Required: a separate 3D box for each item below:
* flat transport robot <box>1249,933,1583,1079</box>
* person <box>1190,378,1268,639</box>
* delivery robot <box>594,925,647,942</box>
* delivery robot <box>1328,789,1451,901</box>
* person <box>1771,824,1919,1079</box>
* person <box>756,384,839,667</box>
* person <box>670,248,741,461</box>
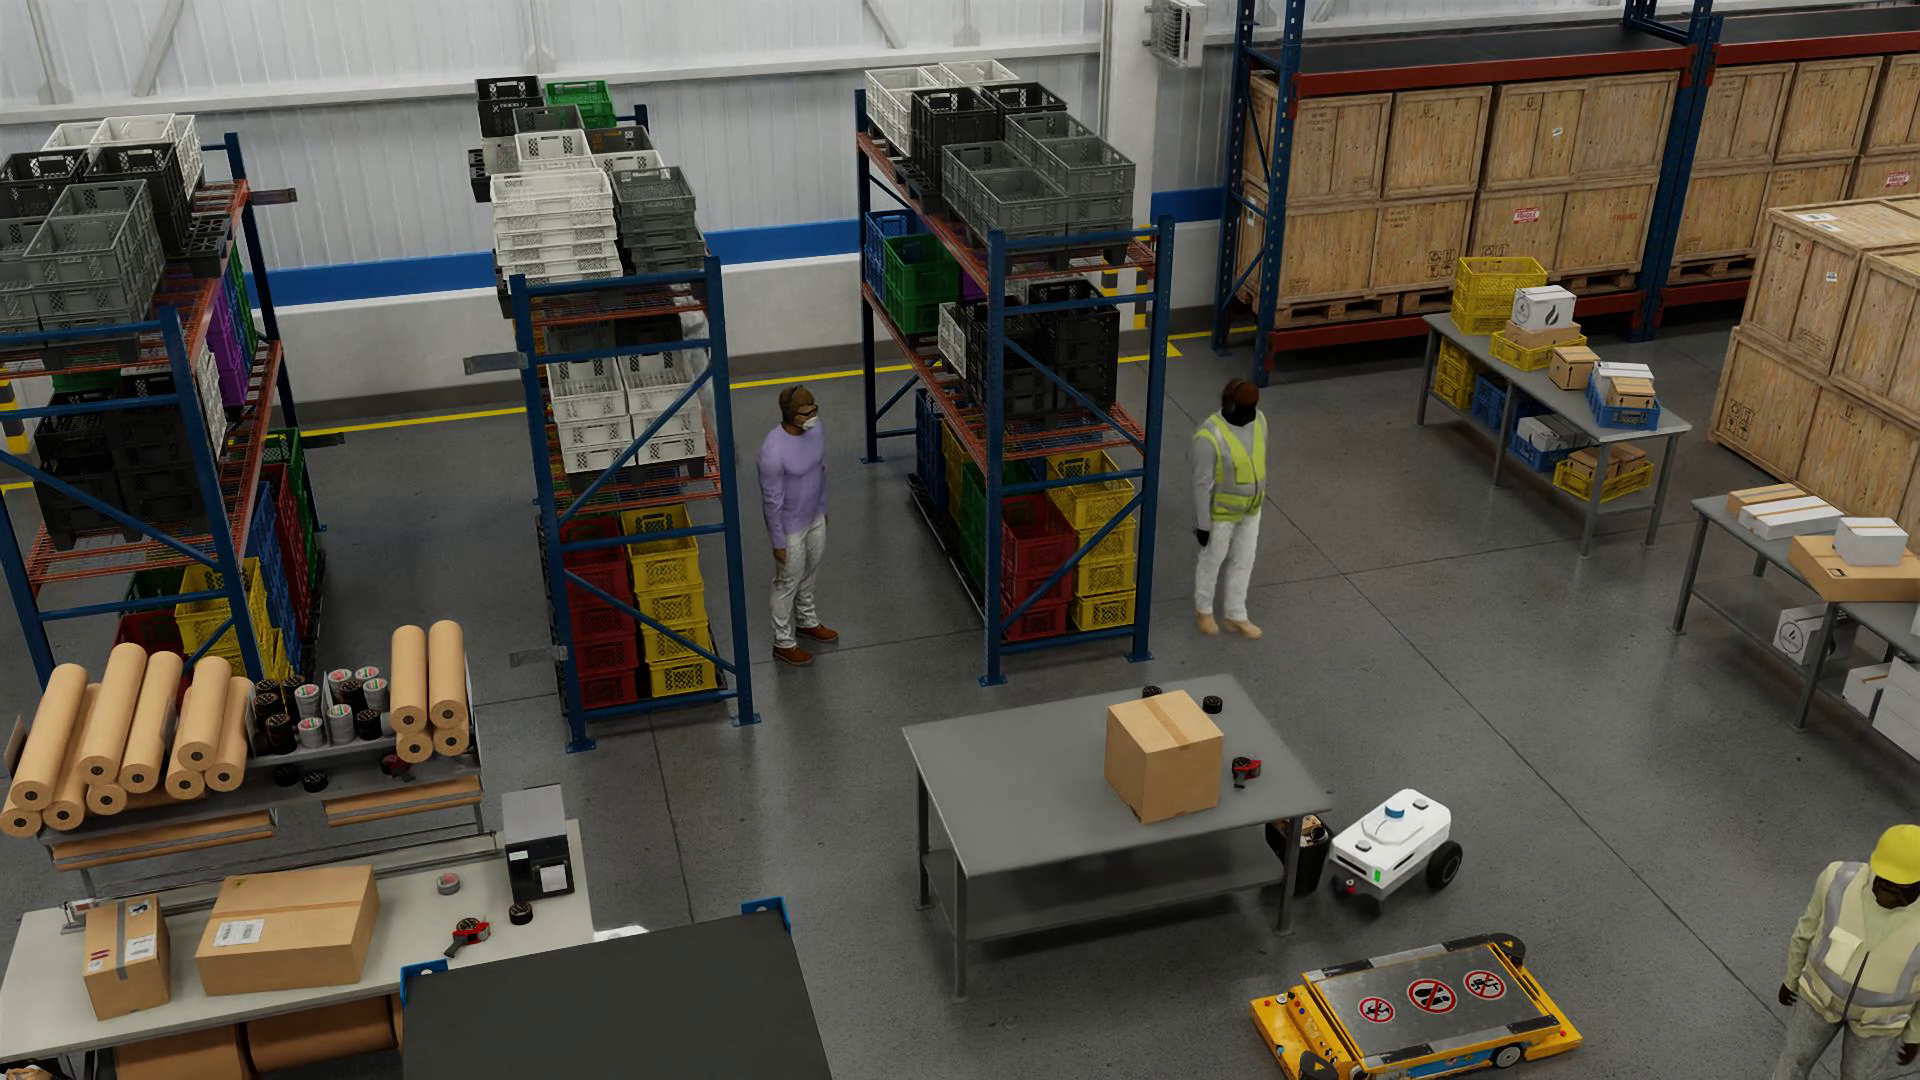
[{"bbox_3d":[2.184,2.282,7.980,1.431,0.197,0.652,-8,30,-14],"label":"flat transport robot"},{"bbox_3d":[1.783,-0.194,10.885,0.657,1.827,0.504,-20,35,-32],"label":"person"},{"bbox_3d":[-1.599,2.140,7.852,0.477,0.478,0.707,-8,30,-14],"label":"delivery robot"},{"bbox_3d":[2.284,1.599,8.837,0.707,0.478,0.477,-24,37,-36],"label":"delivery robot"},{"bbox_3d":[3.757,1.940,6.993,0.586,1.833,0.403,22,35,34],"label":"person"},{"bbox_3d":[-1.036,-0.109,10.620,0.362,1.931,0.627,14,32,24],"label":"person"},{"bbox_3d":[-2.214,-1.530,13.315,0.973,1.836,0.603,22,35,34],"label":"person"}]
